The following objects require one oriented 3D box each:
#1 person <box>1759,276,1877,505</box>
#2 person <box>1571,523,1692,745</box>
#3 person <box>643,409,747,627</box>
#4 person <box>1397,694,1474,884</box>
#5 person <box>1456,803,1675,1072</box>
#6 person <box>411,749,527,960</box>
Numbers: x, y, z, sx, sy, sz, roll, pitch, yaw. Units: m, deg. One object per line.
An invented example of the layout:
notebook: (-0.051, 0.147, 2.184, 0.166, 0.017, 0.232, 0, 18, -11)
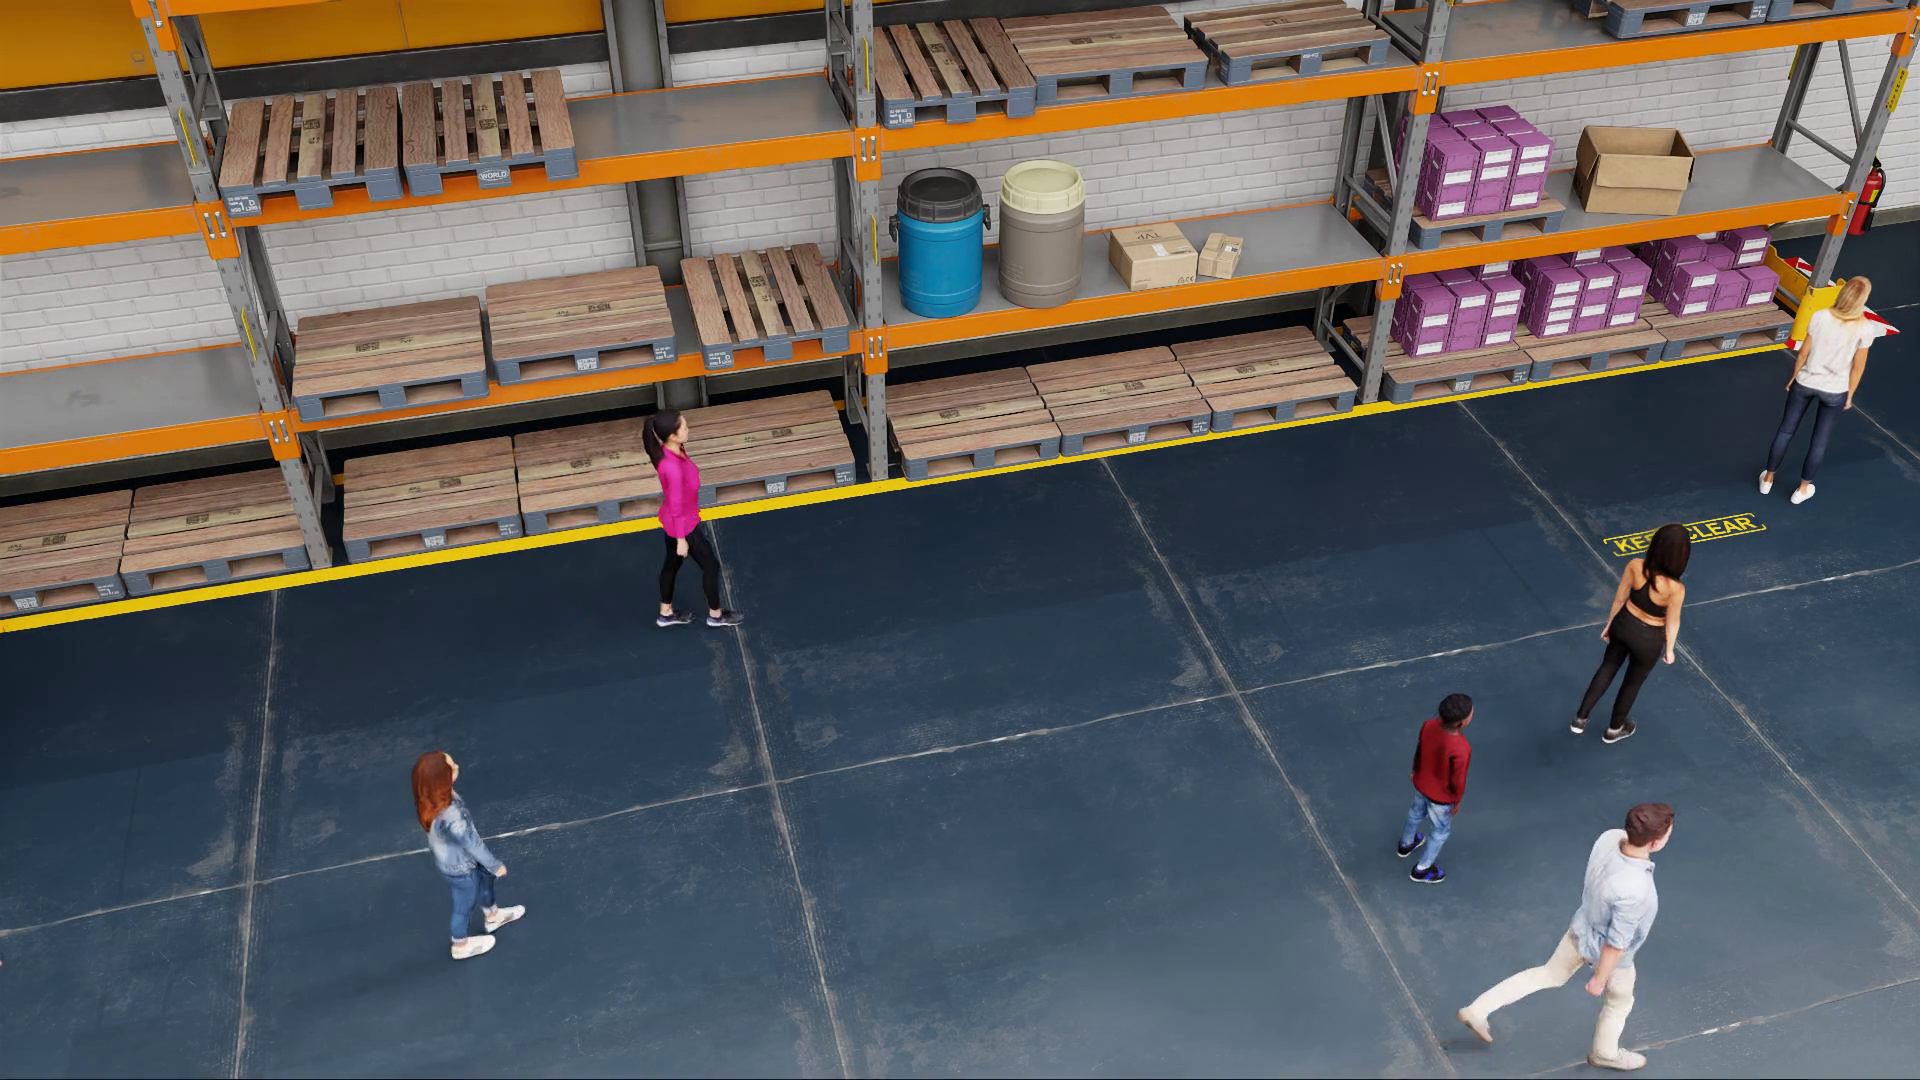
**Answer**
person: (6.078, -1.060, 11.755, 0.659, 1.809, 0.696, 24, 45, 27)
person: (3.970, 0.589, 9.825, 0.728, 1.640, 0.672, -24, 45, -27)
person: (-1.882, -0.089, 10.648, 0.786, 1.682, 0.604, -9, 40, -11)
person: (2.619, 1.360, 9.175, 0.568, 1.247, 0.596, -17, 42, -20)
person: (2.974, 1.932, 8.005, 1.272, 1.813, 0.892, 1, 39, 1)
person: (-2.661, 1.677, 8.605, 0.747, 1.463, 0.663, -21, 43, -24)
